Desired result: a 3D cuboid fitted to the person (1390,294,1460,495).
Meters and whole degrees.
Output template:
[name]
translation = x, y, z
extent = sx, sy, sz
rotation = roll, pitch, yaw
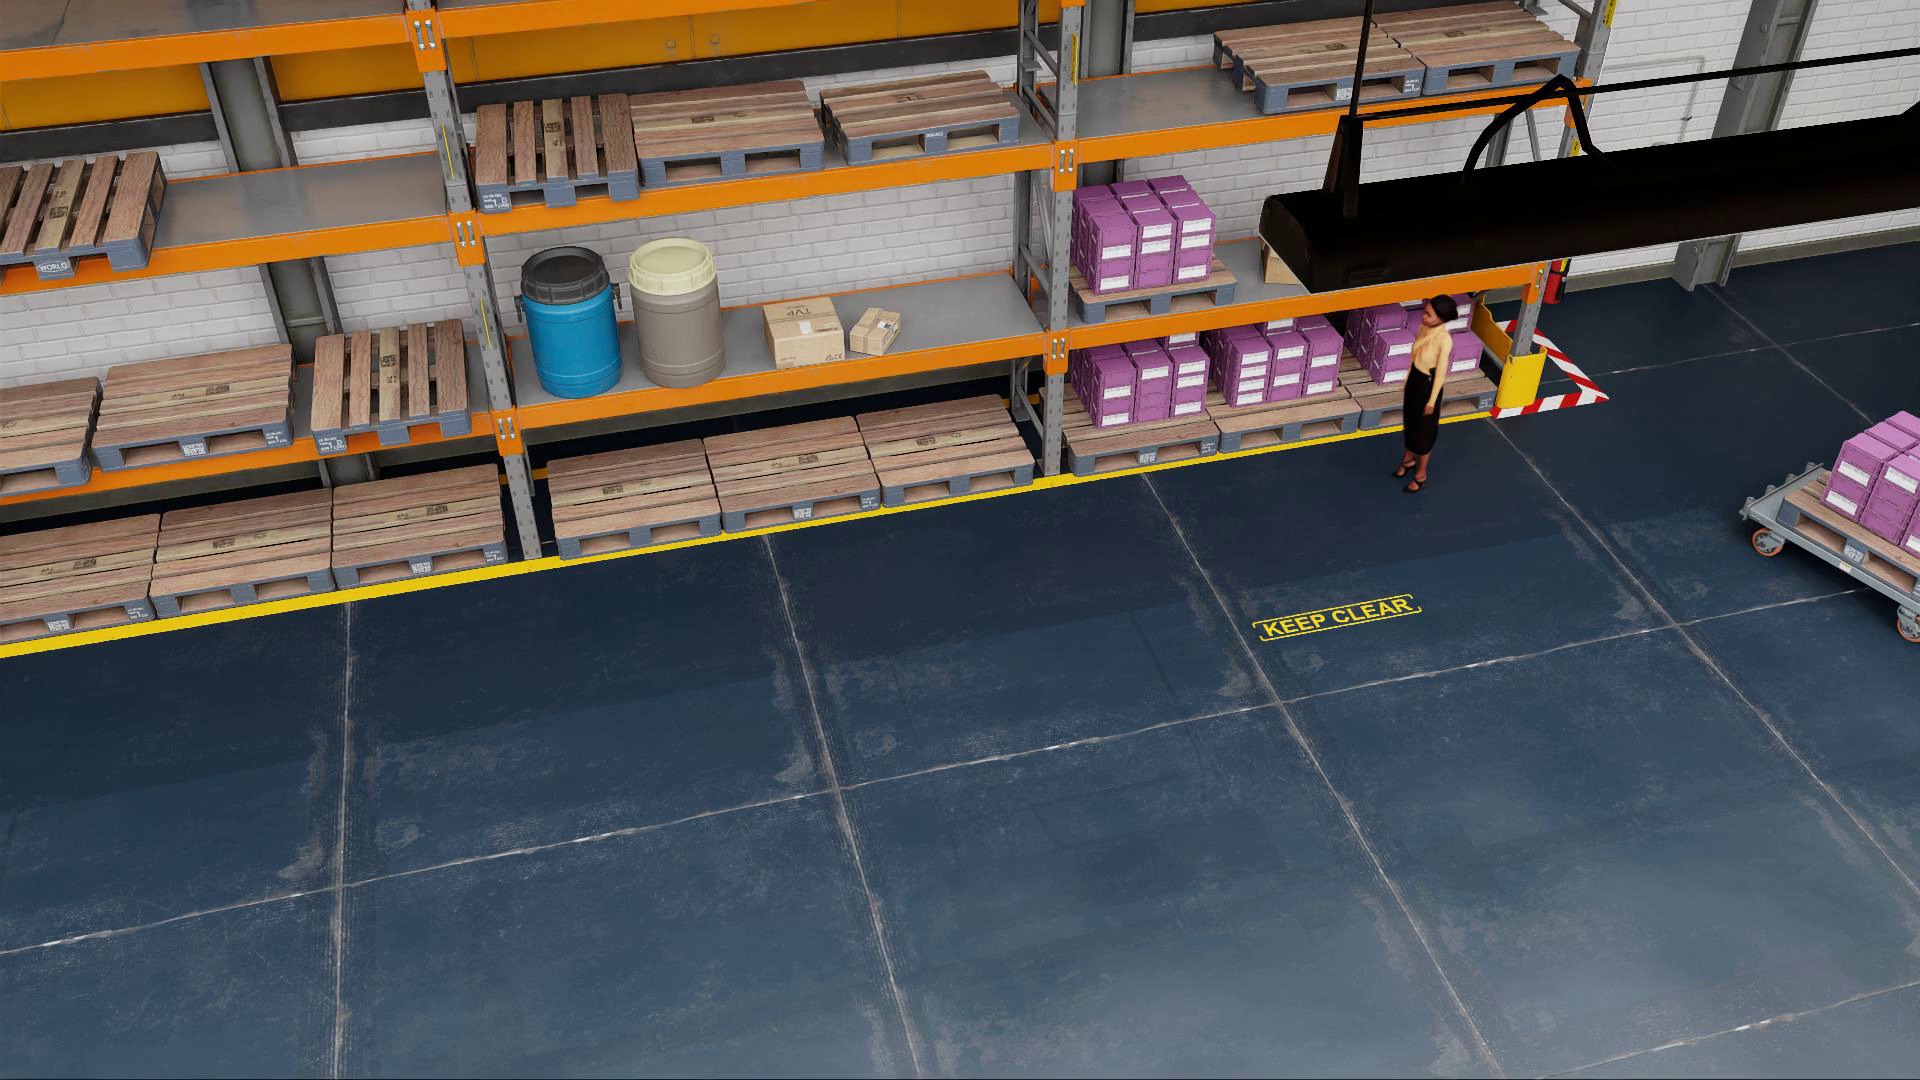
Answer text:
[person]
translation = 3.486, -1.101, 12.461
extent = 0.516, 1.652, 0.551
rotation = -11, 40, -13
